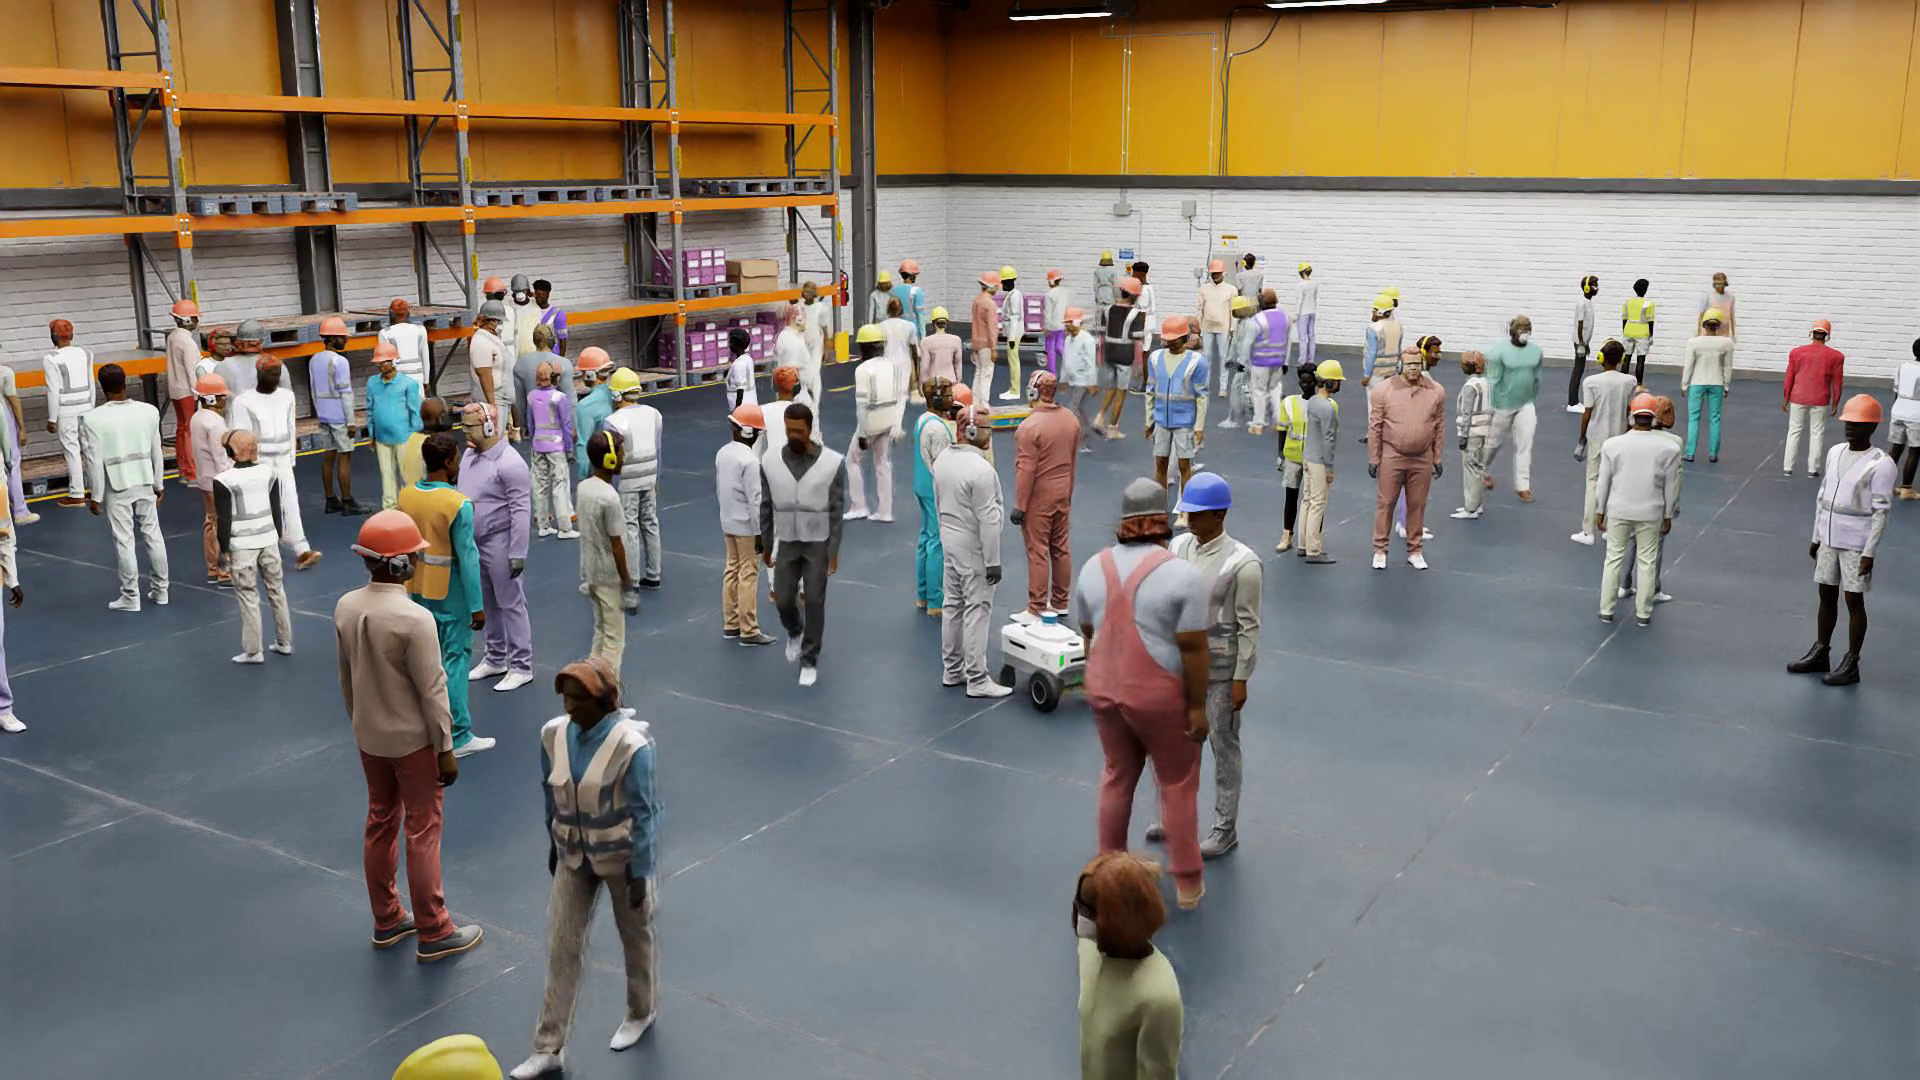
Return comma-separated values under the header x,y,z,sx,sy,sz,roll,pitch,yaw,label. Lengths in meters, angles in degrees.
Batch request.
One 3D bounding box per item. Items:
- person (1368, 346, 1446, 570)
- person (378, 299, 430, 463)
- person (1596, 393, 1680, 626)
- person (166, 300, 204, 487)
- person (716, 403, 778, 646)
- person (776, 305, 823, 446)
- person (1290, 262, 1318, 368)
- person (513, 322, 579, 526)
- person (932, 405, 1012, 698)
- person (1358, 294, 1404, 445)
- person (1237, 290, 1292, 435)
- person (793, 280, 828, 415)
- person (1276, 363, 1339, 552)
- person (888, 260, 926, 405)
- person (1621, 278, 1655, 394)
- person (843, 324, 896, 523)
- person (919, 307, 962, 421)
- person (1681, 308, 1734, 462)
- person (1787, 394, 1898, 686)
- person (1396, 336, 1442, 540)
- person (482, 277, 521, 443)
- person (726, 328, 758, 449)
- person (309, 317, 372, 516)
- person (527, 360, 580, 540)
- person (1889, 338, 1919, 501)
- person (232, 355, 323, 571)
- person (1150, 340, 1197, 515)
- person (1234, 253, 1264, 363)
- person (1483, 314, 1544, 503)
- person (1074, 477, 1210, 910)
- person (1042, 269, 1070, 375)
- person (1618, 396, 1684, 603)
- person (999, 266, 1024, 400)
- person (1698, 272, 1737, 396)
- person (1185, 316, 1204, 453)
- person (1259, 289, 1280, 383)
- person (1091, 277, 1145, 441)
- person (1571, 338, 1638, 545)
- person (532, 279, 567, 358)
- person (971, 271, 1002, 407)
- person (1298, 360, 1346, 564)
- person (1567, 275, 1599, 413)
x,y,z,sx,sy,sz,roll,pitch,yaw,label
3.784,-0.691,14.097,0.653,1.906,0.408,0,13,0,person
-6.321,-1.803,18.972,0.573,1.883,0.357,-11,17,-39,person
5.052,-0.229,12.448,0.567,1.744,0.350,5,14,22,person
-8.181,-1.555,17.688,0.411,1.987,0.607,-12,18,-42,person
-1.529,-0.116,11.958,0.348,1.739,0.572,-8,15,-32,person
-1.664,-1.632,18.236,0.847,1.873,0.666,-4,13,-15,person
5.720,-3.736,27.634,0.524,1.759,0.328,-11,17,-39,person
-3.889,-1.083,15.727,0.627,1.940,0.372,4,13,16,person
0.087,0.072,10.794,0.409,1.906,0.642,-8,15,-30,person
5.083,-2.054,20.173,0.607,1.831,0.404,-10,16,-37,person
3.850,-2.230,20.946,0.636,1.829,0.474,-8,15,-30,person
-2.031,-2.573,22.411,0.532,1.834,0.398,3,13,14,person
3.048,-0.715,14.659,0.541,1.696,0.315,6,14,23,person
-0.717,-2.939,23.551,0.614,2.040,0.376,10,16,36,person
10.049,-3.023,24.667,0.318,1.699,0.536,-9,16,-34,person
-0.903,-1.110,15.914,0.621,1.907,0.604,9,16,34,person
-0.233,-1.814,19.279,0.532,1.767,0.328,-6,14,-23,person
8.562,-1.773,19.100,0.533,1.767,0.327,2,13,9,person
5.875,-0.004,11.038,0.347,1.943,0.544,-4,14,-17,person
4.228,-0.948,15.307,0.331,1.866,0.513,2,13,10,person
-5.590,-2.159,20.163,0.373,2.043,0.615,5,14,22,person
-2.308,-1.393,17.604,0.318,1.697,0.536,0,13,2,person
-6.082,-1.202,16.252,0.547,1.934,0.375,9,16,35,person
-3.736,-0.817,15.227,0.513,1.642,0.313,8,15,32,person
9.724,-1.244,16.980,0.321,1.683,0.540,-2,13,-10,person
-5.825,-0.643,14.064,1.030,1.819,0.611,11,17,39,person
2.088,-1.184,16.320,0.533,1.868,0.310,9,16,34,person
4.889,-3.924,28.215,0.508,1.865,0.328,-3,13,-15,person
5.673,-1.391,17.166,0.645,1.902,0.991,-2,13,-10,person
0.879,0.690,7.814,0.731,2.000,0.546,11,17,40,person
1.513,-3.386,26.157,0.437,1.739,0.569,10,16,36,person
5.435,-0.323,13.101,0.264,1.632,0.508,-10,16,-36,person
0.726,-2.988,24.040,0.402,1.918,0.590,-1,13,-2,person
11.059,-3.015,24.366,0.540,1.821,0.467,-2,13,-8,person
2.740,-1.823,19.639,0.348,1.625,0.547,3,13,11,person
4.370,-2.739,23.577,0.277,1.632,0.502,12,17,41,person
1.996,-2.225,20.522,0.578,2.007,0.640,-12,18,-43,person
5.812,-0.885,15.012,0.513,1.876,0.328,-1,13,-6,person
-5.216,-2.297,20.934,0.607,1.966,0.367,6,14,23,person
0.357,-2.587,22.164,0.407,1.985,0.609,-5,14,-21,person
3.125,-0.673,14.345,0.341,1.760,0.525,-1,13,-5,person
8.576,-2.691,22.850,0.328,1.874,0.521,7,15,26,person
